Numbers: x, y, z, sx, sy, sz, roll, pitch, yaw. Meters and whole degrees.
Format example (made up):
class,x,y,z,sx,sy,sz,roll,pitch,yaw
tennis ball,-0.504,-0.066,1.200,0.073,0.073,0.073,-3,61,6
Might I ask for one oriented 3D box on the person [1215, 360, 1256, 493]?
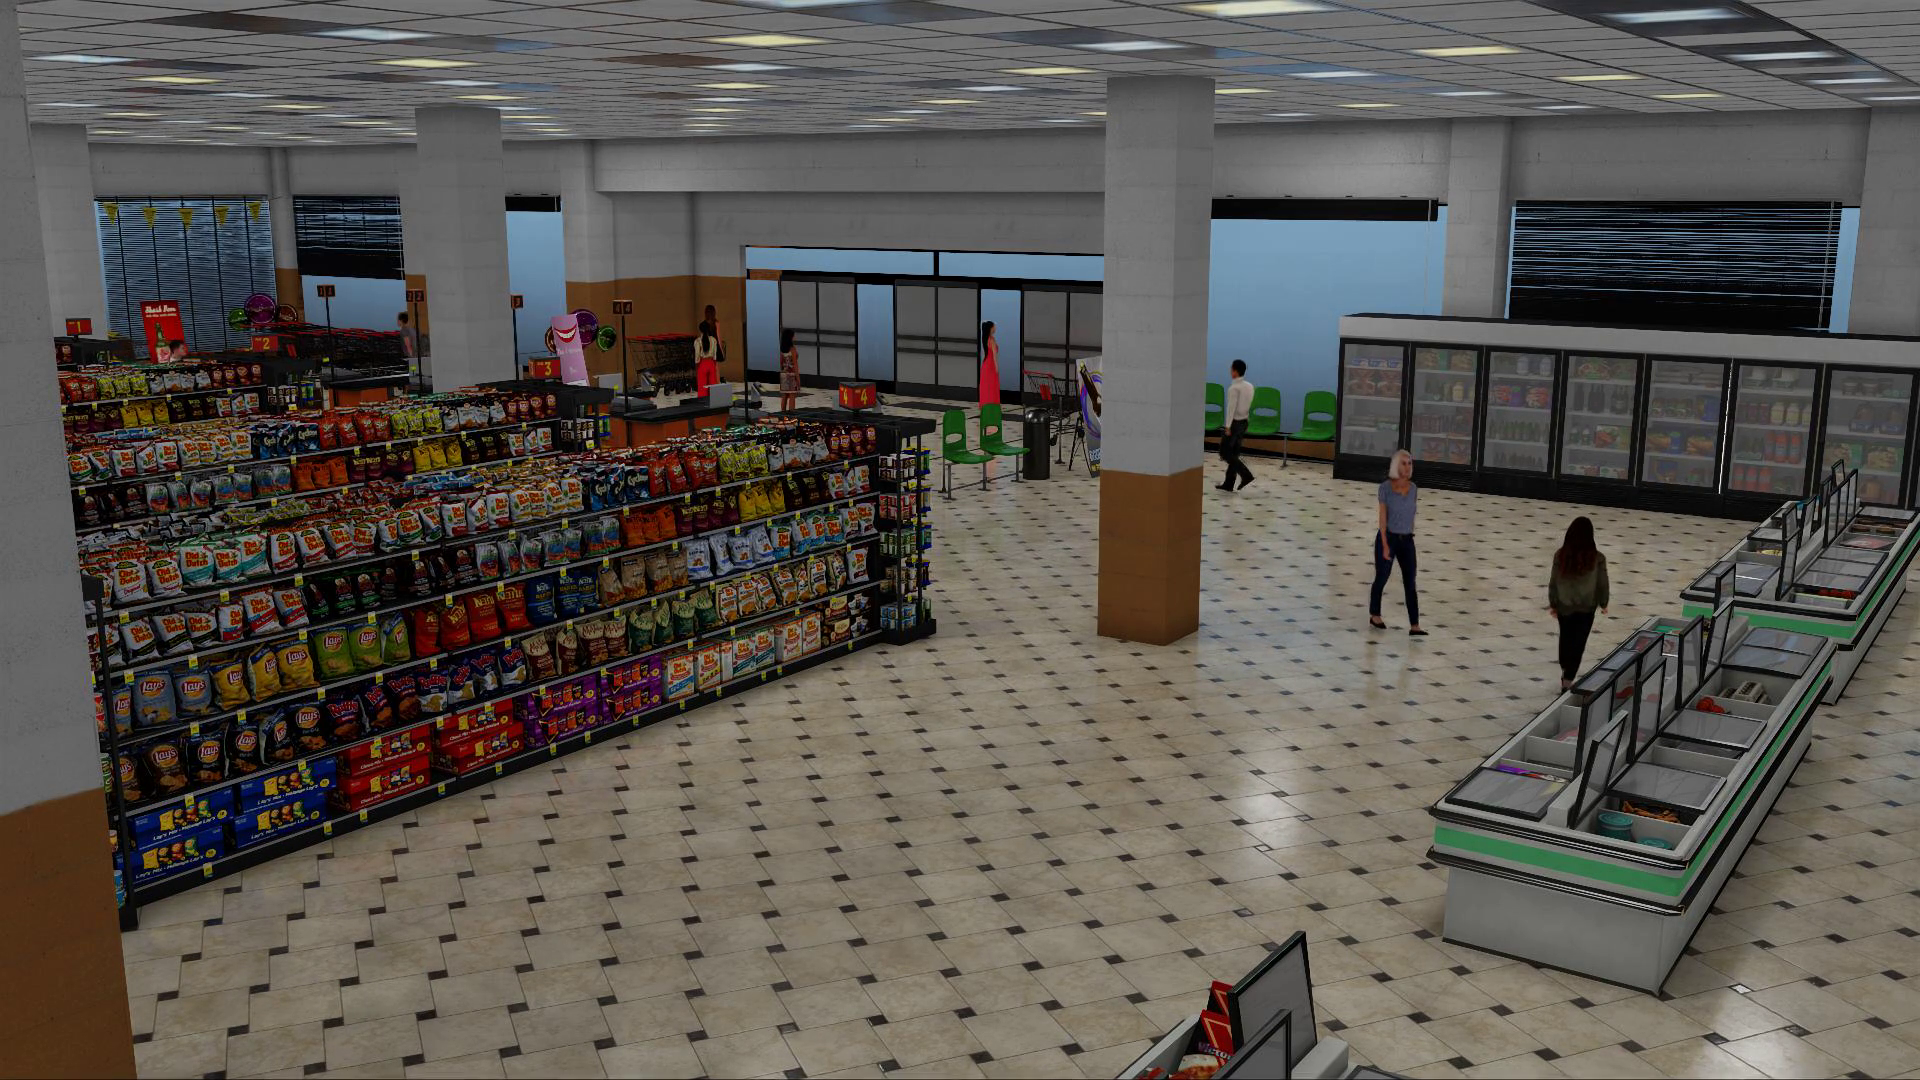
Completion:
class,x,y,z,sx,sy,sz,roll,pitch,yaw
person,3.766,-1.512,22.349,0.790,1.799,0.850,10,15,39

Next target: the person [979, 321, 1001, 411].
class,x,y,z,sx,sy,sz,roll,pitch,yaw
person,0.540,-3.097,30.053,0.715,1.726,0.706,-6,13,-28

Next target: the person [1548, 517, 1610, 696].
class,x,y,z,sx,sy,sz,roll,pitch,yaw
person,4.923,0.565,13.322,0.570,1.454,0.763,8,15,35

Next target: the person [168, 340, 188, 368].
class,x,y,z,sx,sy,sz,roll,pitch,yaw
person,-11.764,-2.036,24.834,1.285,1.800,1.080,-5,13,-23

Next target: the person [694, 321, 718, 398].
class,x,y,z,sx,sy,sz,roll,pitch,yaw
person,-4.448,-2.947,29.182,0.598,1.792,0.733,-7,14,-31

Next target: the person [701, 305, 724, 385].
class,x,y,z,sx,sy,sz,roll,pitch,yaw
person,-4.868,-3.681,32.564,0.657,1.834,0.646,3,12,13

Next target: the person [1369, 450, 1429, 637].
class,x,y,z,sx,sy,sz,roll,pitch,yaw
person,3.952,0.028,15.311,0.995,1.685,1.031,-3,12,-14

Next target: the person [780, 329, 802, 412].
class,x,y,z,sx,sy,sz,roll,pitch,yaw
person,-3.006,-2.886,29.248,0.600,1.645,0.693,-11,16,-42
